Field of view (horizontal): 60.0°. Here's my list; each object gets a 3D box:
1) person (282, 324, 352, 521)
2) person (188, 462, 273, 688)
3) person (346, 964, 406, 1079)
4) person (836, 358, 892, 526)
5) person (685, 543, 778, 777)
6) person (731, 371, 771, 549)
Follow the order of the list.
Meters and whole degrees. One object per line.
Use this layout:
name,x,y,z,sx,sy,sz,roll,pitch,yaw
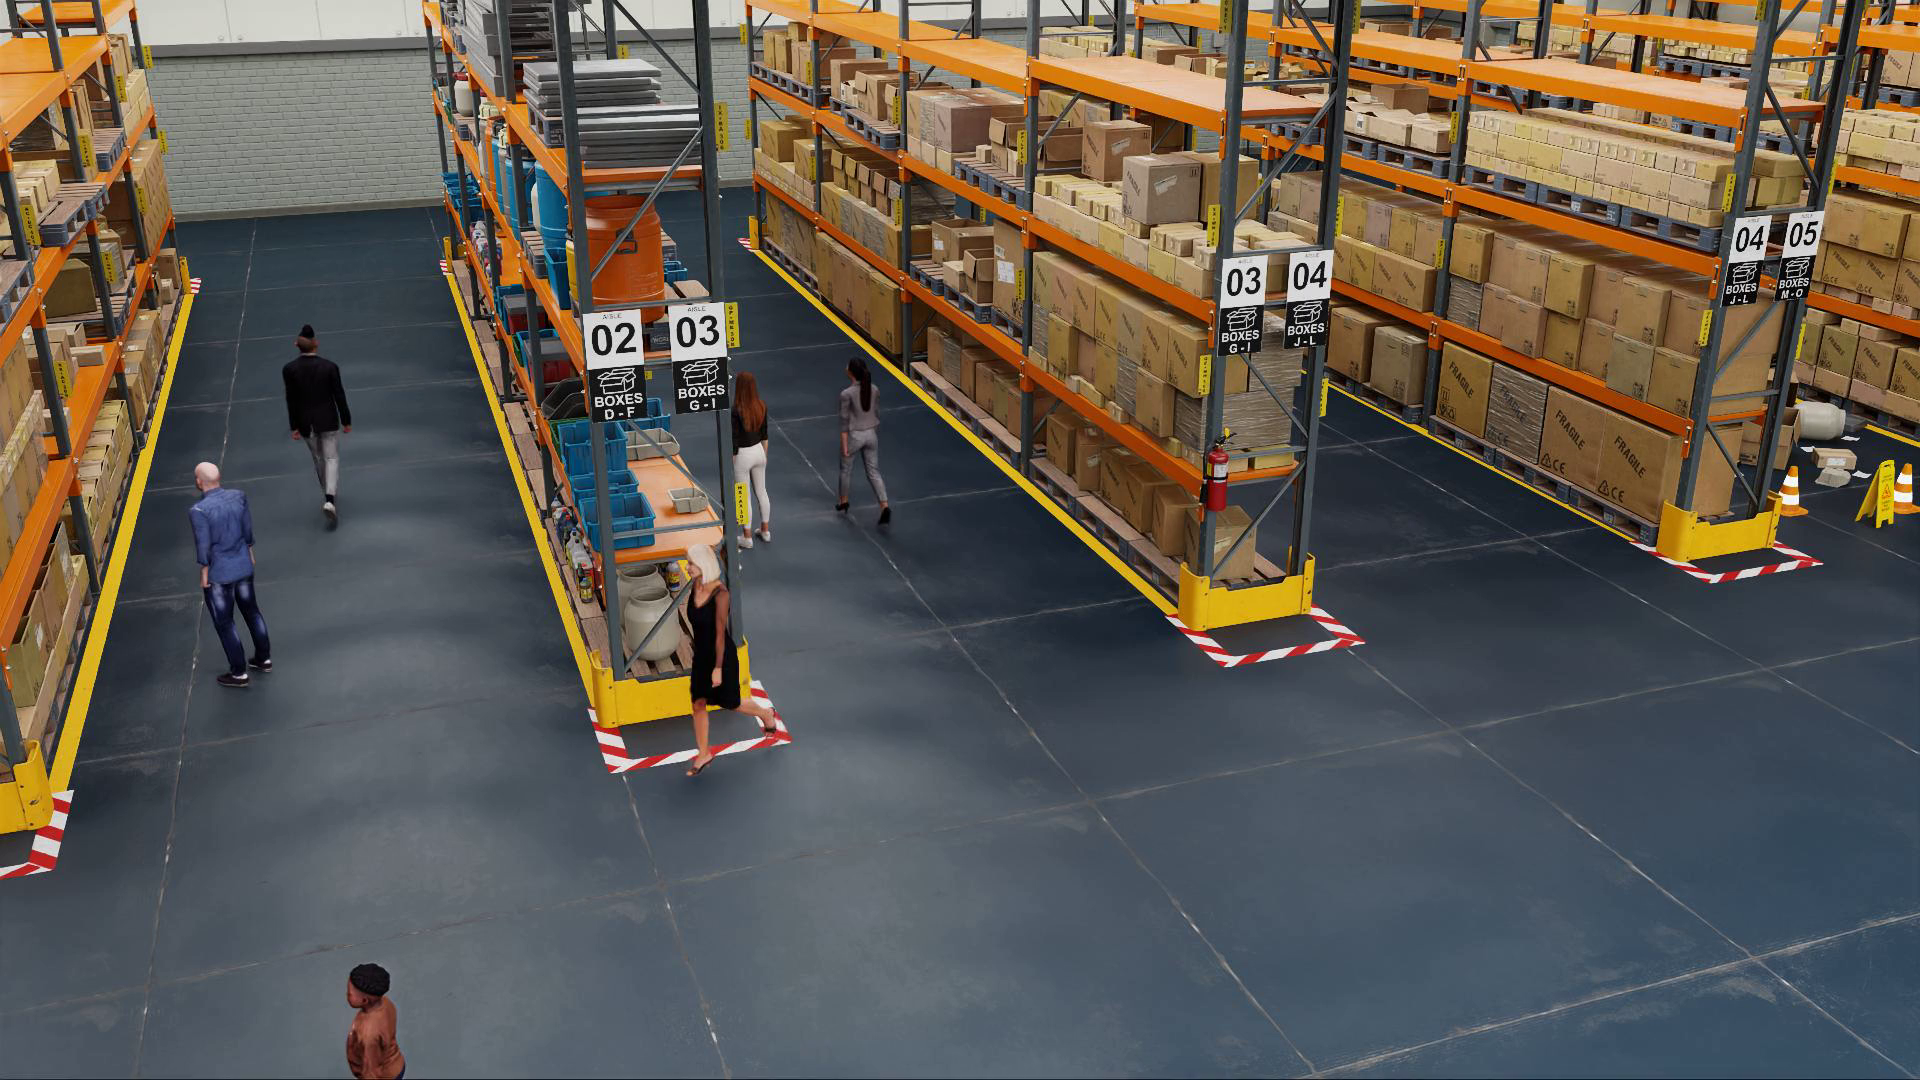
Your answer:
person,-6.288,-1.131,16.281,0.840,1.917,1.249,-4,23,-10
person,-5.736,0.255,13.015,0.850,1.824,0.780,9,24,21
person,-2.793,2.592,8.056,0.612,1.253,0.474,-3,22,-6
person,-0.911,-0.909,16.107,0.811,1.638,1.160,-14,26,-31
person,-1.653,0.829,11.756,1.061,1.715,0.943,21,30,41
person,-1.987,-0.769,15.678,0.661,1.704,0.649,-20,29,-39
